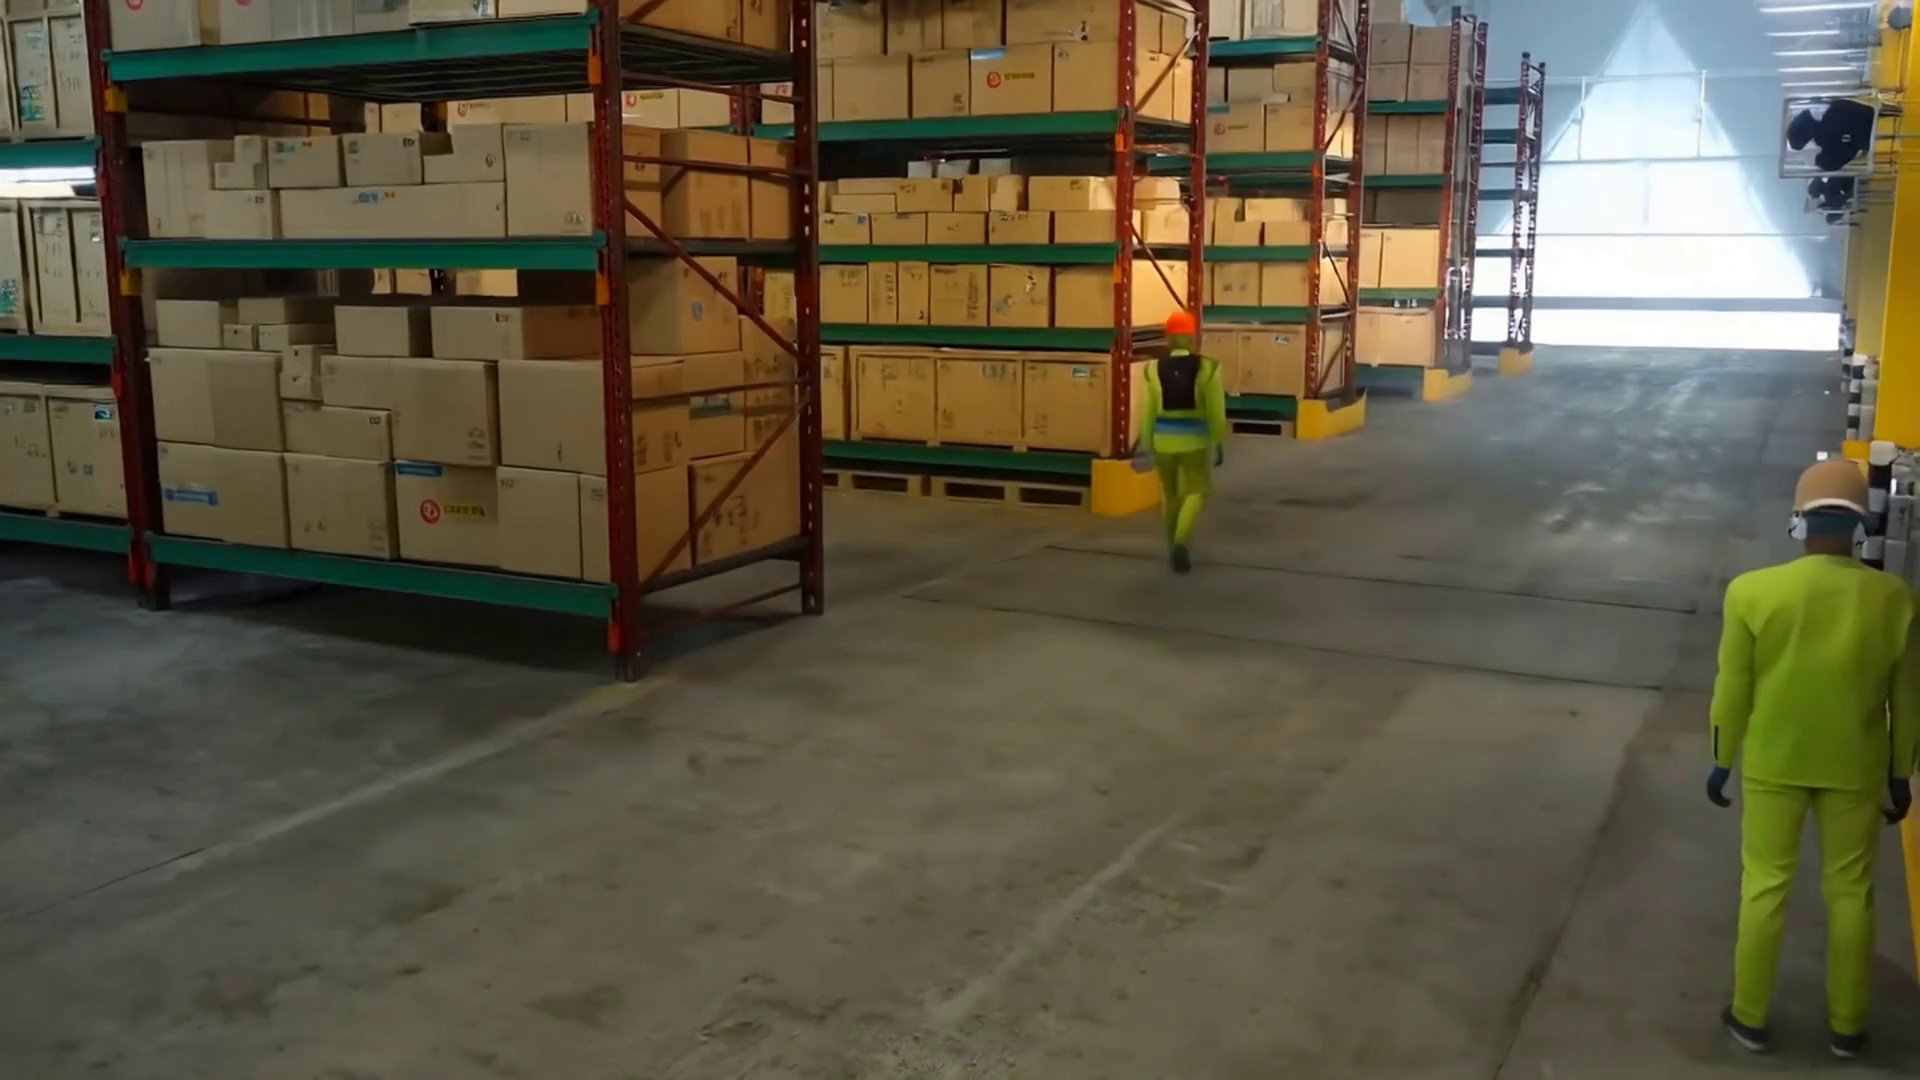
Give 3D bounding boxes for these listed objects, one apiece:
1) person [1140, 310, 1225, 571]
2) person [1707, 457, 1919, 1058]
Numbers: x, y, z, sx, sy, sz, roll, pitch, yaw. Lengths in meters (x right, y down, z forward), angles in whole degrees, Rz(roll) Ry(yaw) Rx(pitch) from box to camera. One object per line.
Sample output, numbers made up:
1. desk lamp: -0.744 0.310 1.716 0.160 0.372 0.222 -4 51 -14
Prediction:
1. person: 1.609 -0.717 12.170 0.620 1.923 0.750 4 10 20
2. person: 2.488 0.630 4.866 0.573 1.746 0.345 3 10 15
